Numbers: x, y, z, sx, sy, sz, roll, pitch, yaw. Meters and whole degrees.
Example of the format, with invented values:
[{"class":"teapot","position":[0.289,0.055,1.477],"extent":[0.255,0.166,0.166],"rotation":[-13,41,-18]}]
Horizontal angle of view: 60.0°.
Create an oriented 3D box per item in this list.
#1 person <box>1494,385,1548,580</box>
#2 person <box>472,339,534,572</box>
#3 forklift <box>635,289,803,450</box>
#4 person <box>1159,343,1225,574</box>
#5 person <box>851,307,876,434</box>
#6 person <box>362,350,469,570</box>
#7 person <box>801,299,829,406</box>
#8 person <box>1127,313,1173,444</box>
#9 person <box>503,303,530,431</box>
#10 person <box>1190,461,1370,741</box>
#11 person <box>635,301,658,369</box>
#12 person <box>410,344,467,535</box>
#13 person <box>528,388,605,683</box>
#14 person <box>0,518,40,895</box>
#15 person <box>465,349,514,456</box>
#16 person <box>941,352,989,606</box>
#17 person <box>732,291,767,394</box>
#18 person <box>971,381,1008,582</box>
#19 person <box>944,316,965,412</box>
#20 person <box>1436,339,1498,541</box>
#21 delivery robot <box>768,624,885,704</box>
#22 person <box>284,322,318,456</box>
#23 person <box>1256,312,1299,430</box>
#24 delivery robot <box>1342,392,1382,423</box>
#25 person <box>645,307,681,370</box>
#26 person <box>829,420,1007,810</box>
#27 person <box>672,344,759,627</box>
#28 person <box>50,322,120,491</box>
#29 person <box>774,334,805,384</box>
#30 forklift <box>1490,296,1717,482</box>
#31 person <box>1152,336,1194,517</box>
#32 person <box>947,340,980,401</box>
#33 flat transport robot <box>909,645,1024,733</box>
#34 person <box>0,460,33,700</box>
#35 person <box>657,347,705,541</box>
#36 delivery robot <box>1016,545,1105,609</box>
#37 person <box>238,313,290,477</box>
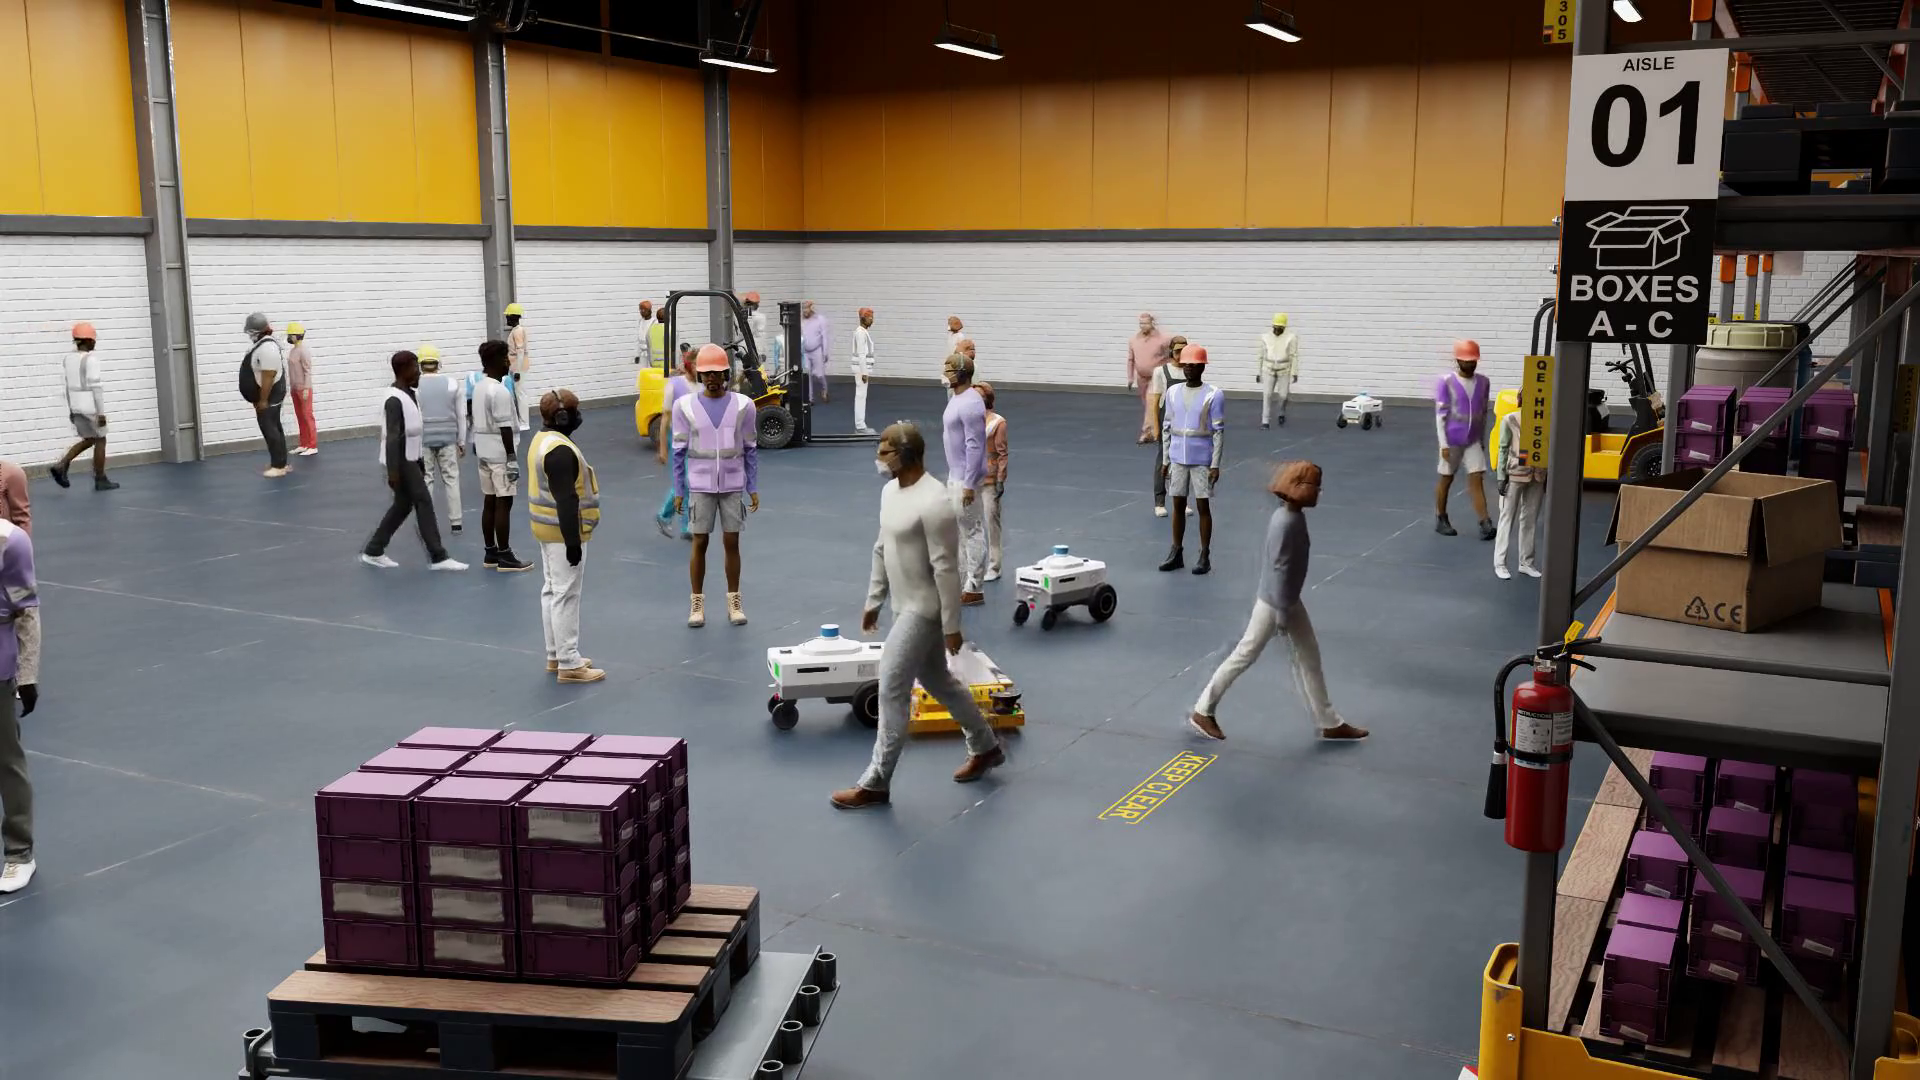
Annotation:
[{"class":"person","position":[4.662,-0.491,13.736],"extent":[0.521,1.638,0.311],"rotation":[-3,10,-16]},{"class":"person","position":[-3.901,-0.715,14.084],"extent":[0.367,1.967,0.607],"rotation":[-8,12,-37]},{"class":"forklift","position":[-3.358,-2.392,23.136],"extent":[2.313,2.155,1.214],"rotation":[-1,10,-5]},{"class":"person","position":[1.940,-0.684,13.977],"extent":[0.550,1.942,0.346],"rotation":[6,12,32]},{"class":"person","position":[-1.429,-2.493,24.651],"extent":[0.359,1.873,0.573],"rotation":[0,10,-2]},{"class":"person","position":[-4.682,-0.668,14.076],"extent":[0.901,1.883,0.607],"rotation":[-1,10,-7]},{"class":"person","position":[-2.601,-3.294,29.250],"extent":[0.657,1.884,0.522],"rotation":[3,10,15]},{"class":"person","position":[2.740,-2.315,23.718],"extent":[0.675,1.852,0.986],"rotation":[7,12,35]},{"class":"person","position":[-6.699,-2.612,25.167],"extent":[0.353,1.930,0.594],"rotation":[-3,10,-16]},{"class":"person","position":[1.744,0.340,9.143],"extent":[0.960,1.572,0.512],"rotation":[4,11,24]},{"class":"person","position":[-5.306,-3.158,28.486],"extent":[0.604,1.872,0.399],"rotation":[9,14,43]},{"class":"person","position":[-5.003,-0.947,15.822],"extent":[0.600,1.827,0.404],"rotation":[-5,11,-25]},{"class":"person","position":[-2.480,-0.030,10.472],"extent":[0.429,1.846,0.625],"rotation":[-4,11,-24]},{"class":"person","position":[-4.154,0.540,6.956],"extent":[0.585,1.920,0.383],"rotation":[0,10,0]},{"class":"person","position":[-5.211,-1.343,18.508],"extent":[0.544,1.684,0.557],"rotation":[1,10,5]},{"class":"person","position":[0.027,-0.462,12.700],"extent":[0.379,1.940,0.629],"rotation":[-2,10,-9]},{"class":"person","position":[-3.707,-3.361,29.272],"extent":[0.610,2.024,0.756],"rotation":[5,11,28]},{"class":"person","position":[0.170,-0.484,13.676],"extent":[0.522,1.645,0.306],"rotation":[8,13,39]},{"class":"person","position":[-0.080,-2.916,27.794],"extent":[0.273,1.631,0.507],"rotation":[-5,11,-28]},{"class":"person","position":[4.731,-0.920,15.494],"extent":[0.560,1.881,1.013],"rotation":[-2,10,-10]},{"class":"delivery robot","position":[-0.743,0.728,9.540],"extent":[0.707,0.478,0.477],"rotation":[-2,10,-12]},{"class":"person","position":[-8.793,-2.007,22.144],"extent":[0.315,1.768,0.526],"rotation":[-9,14,-44]},{"class":"person","position":[4.826,-2.569,25.315],"extent":[0.658,1.800,0.543],"rotation":[3,10,16]},{"class":"delivery robot","position":[6.180,-2.034,25.531],"extent":[0.477,0.478,0.707],"rotation":[9,13,42]},{"class":"person","position":[-4.574,-2.689,25.866],"extent":[0.625,1.846,0.429],"rotation":[5,11,29]},{"class":"person","position":[-0.173,0.345,8.203],"extent":[0.979,1.896,0.632],"rotation":[-4,10,-20]},{"class":"person","position":[-1.752,-0.386,11.960],"extent":[0.615,2.041,0.385],"rotation":[-2,10,-14]},{"class":"person","position":[-9.866,-1.481,18.670],"extent":[0.556,1.920,0.633],"rotation":[5,11,28]},{"class":"person","position":[-2.746,-2.757,26.926],"extent":[0.517,1.611,0.728],"rotation":[-2,10,-10]},{"class":"forklift","position":[7.296,-1.677,18.993],"extent":[2.313,2.155,1.214],"rotation":[5,11,27]},{"class":"person","position":[2.208,-1.160,17.009],"extent":[0.506,1.847,0.343],"rotation":[-3,10,-17]},{"class":"person","position":[0.062,-1.635,20.371],"extent":[0.507,1.632,0.282],"rotation":[9,13,43]},{"class":"flat transport robot","position":[-0.106,0.850,9.928],"extent":[0.652,0.197,1.431],"rotation":[-2,10,-12]},{"class":"person","position":[-5.839,0.097,9.967],"extent":[0.533,1.765,0.323],"rotation":[-2,10,-9]},{"class":"person","position":[-2.527,-0.877,15.424],"extent":[0.462,1.822,0.598],"rotation":[7,12,36]},{"class":"delivery robot","position":[0.732,0.282,12.098],"extent":[0.477,0.478,0.707],"rotation":[9,12,43]},{"class":"person","position":[-8.425,-1.792,20.105],"extent":[0.546,2.000,0.856],"rotation":[-4,11,-23]}]
